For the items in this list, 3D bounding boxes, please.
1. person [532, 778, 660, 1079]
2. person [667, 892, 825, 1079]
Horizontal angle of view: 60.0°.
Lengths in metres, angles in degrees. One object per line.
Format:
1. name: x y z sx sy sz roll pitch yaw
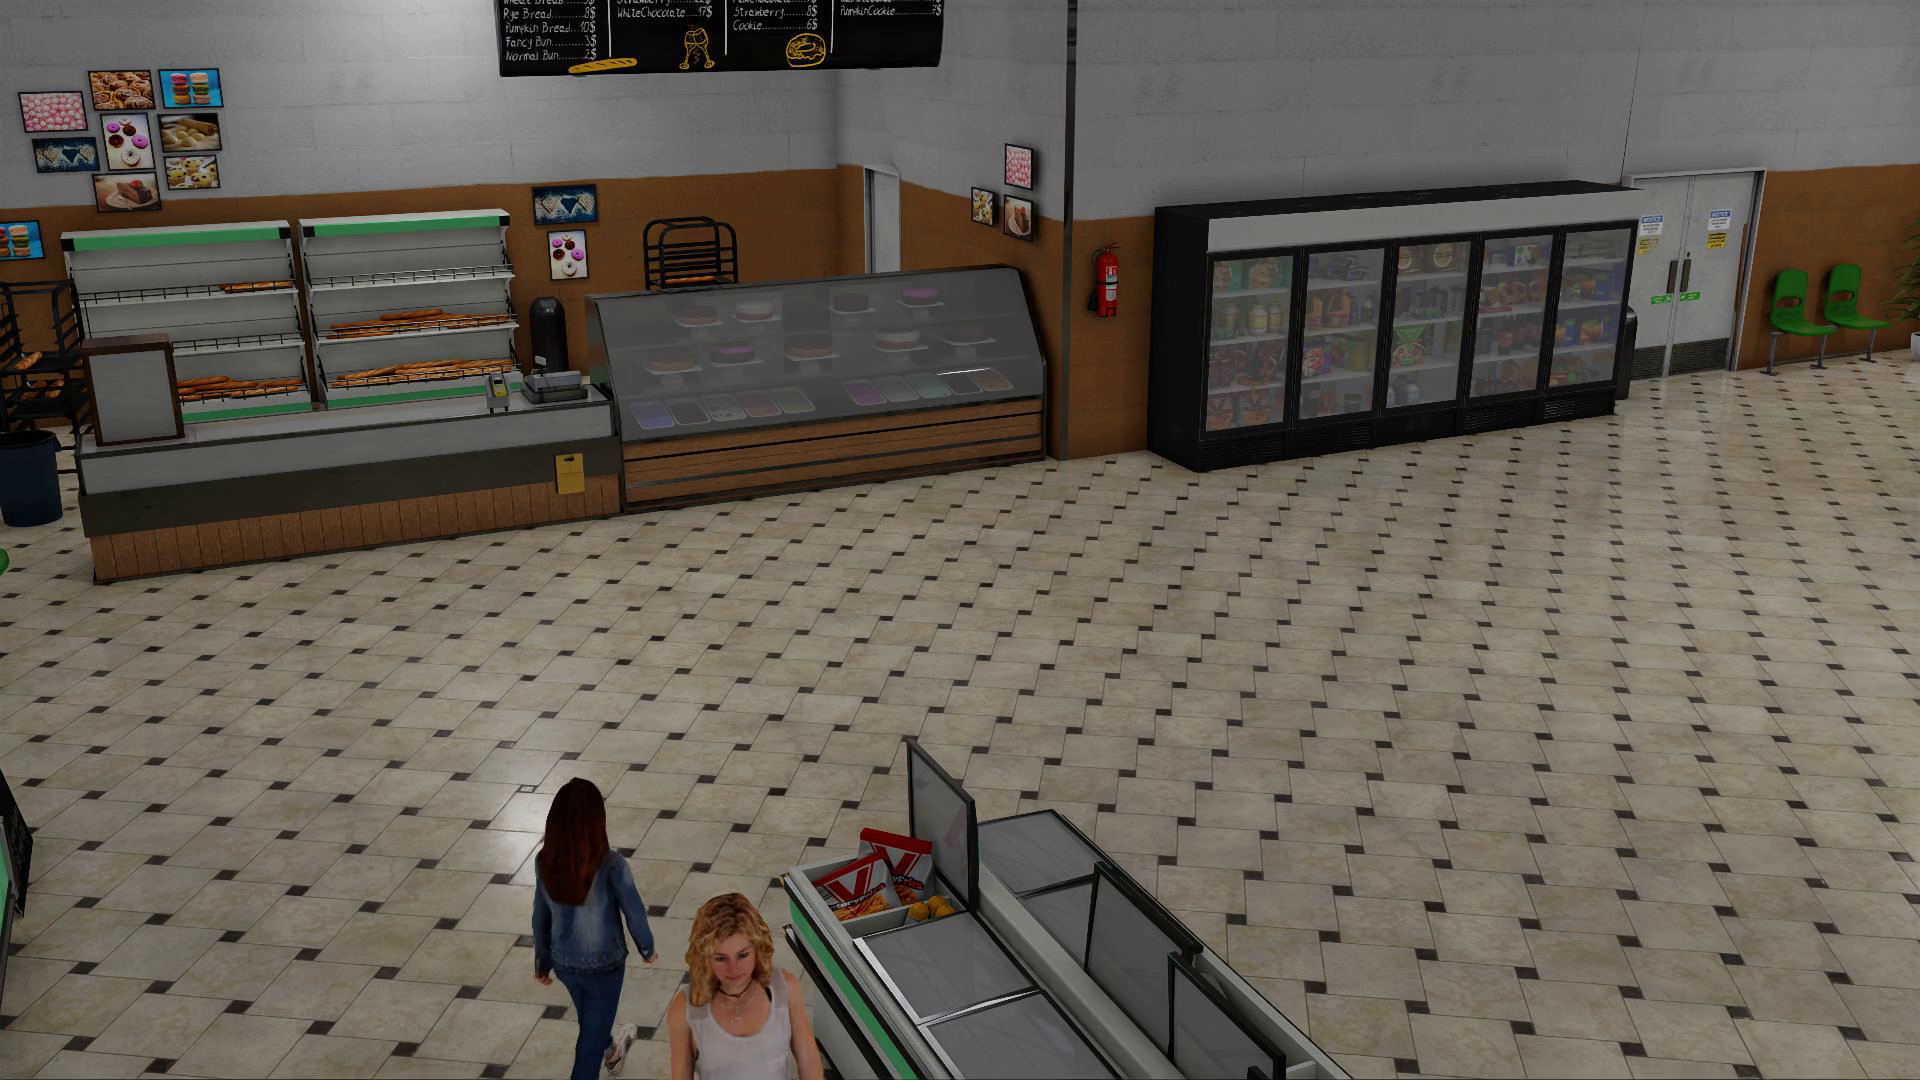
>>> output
1. person: -1.433 1.634 6.254 0.925 1.453 0.985 7 20 20
2. person: -0.708 1.837 5.383 0.633 1.626 1.096 -10 21 -27
